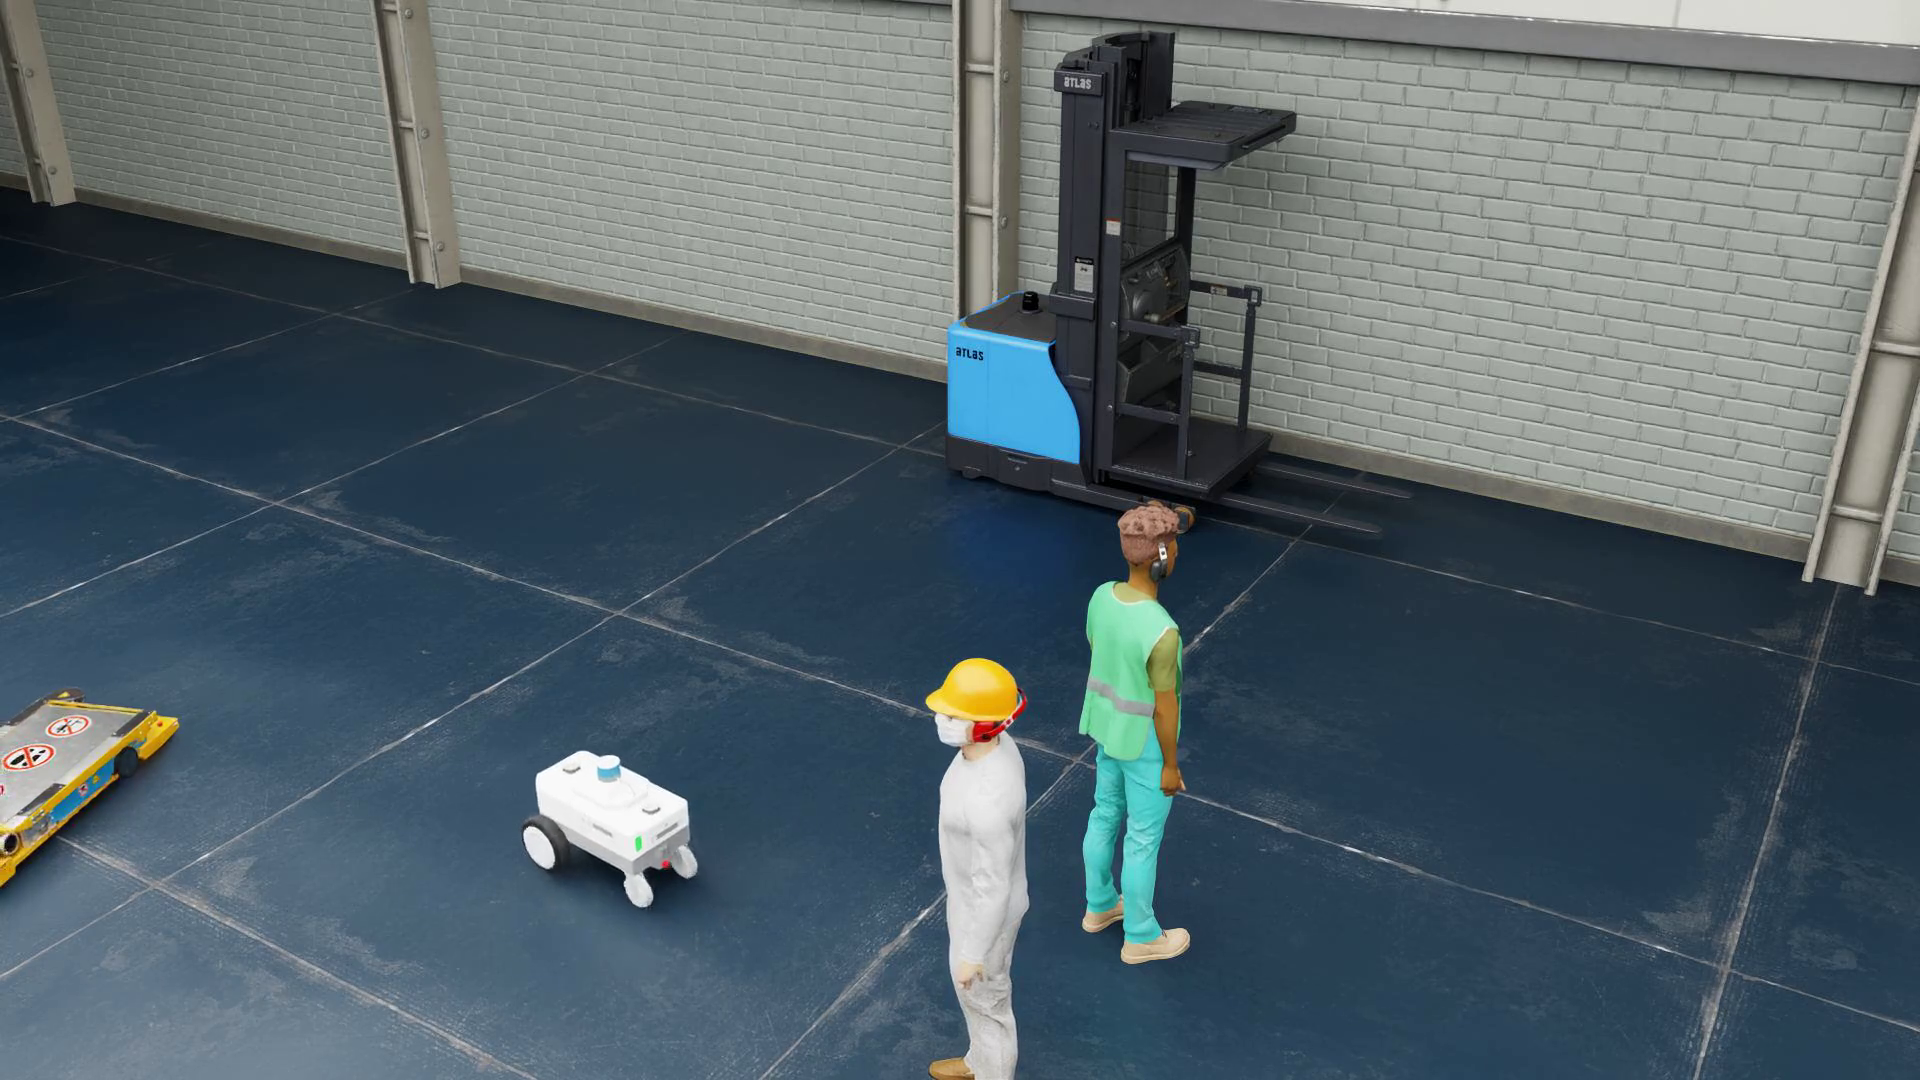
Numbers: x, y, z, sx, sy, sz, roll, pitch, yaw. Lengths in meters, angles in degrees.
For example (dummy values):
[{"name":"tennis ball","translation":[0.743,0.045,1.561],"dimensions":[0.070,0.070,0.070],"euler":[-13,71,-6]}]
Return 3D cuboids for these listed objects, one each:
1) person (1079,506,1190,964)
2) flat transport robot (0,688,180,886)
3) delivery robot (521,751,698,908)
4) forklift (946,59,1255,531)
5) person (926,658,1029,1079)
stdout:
[{"name":"person","translation":[0.688,0.785,6.604],"dimensions":[0.405,1.978,0.483],"euler":[-15,29,-29]},{"name":"flat transport robot","translation":[-4.397,1.158,7.808],"dimensions":[0.659,0.231,1.431],"euler":[5,26,9]},{"name":"delivery robot","translation":[-1.546,1.227,7.344],"dimensions":[0.793,0.608,0.499],"euler":[18,31,33]},{"name":"forklift","translation":[0.933,-1.707,10.833],"dimensions":[1.873,2.768,1.129],"euler":[15,29,28]},{"name":"person","translation":[0.061,1.244,5.725],"dimensions":[0.347,1.898,0.578],"euler":[-1,25,-2]}]
